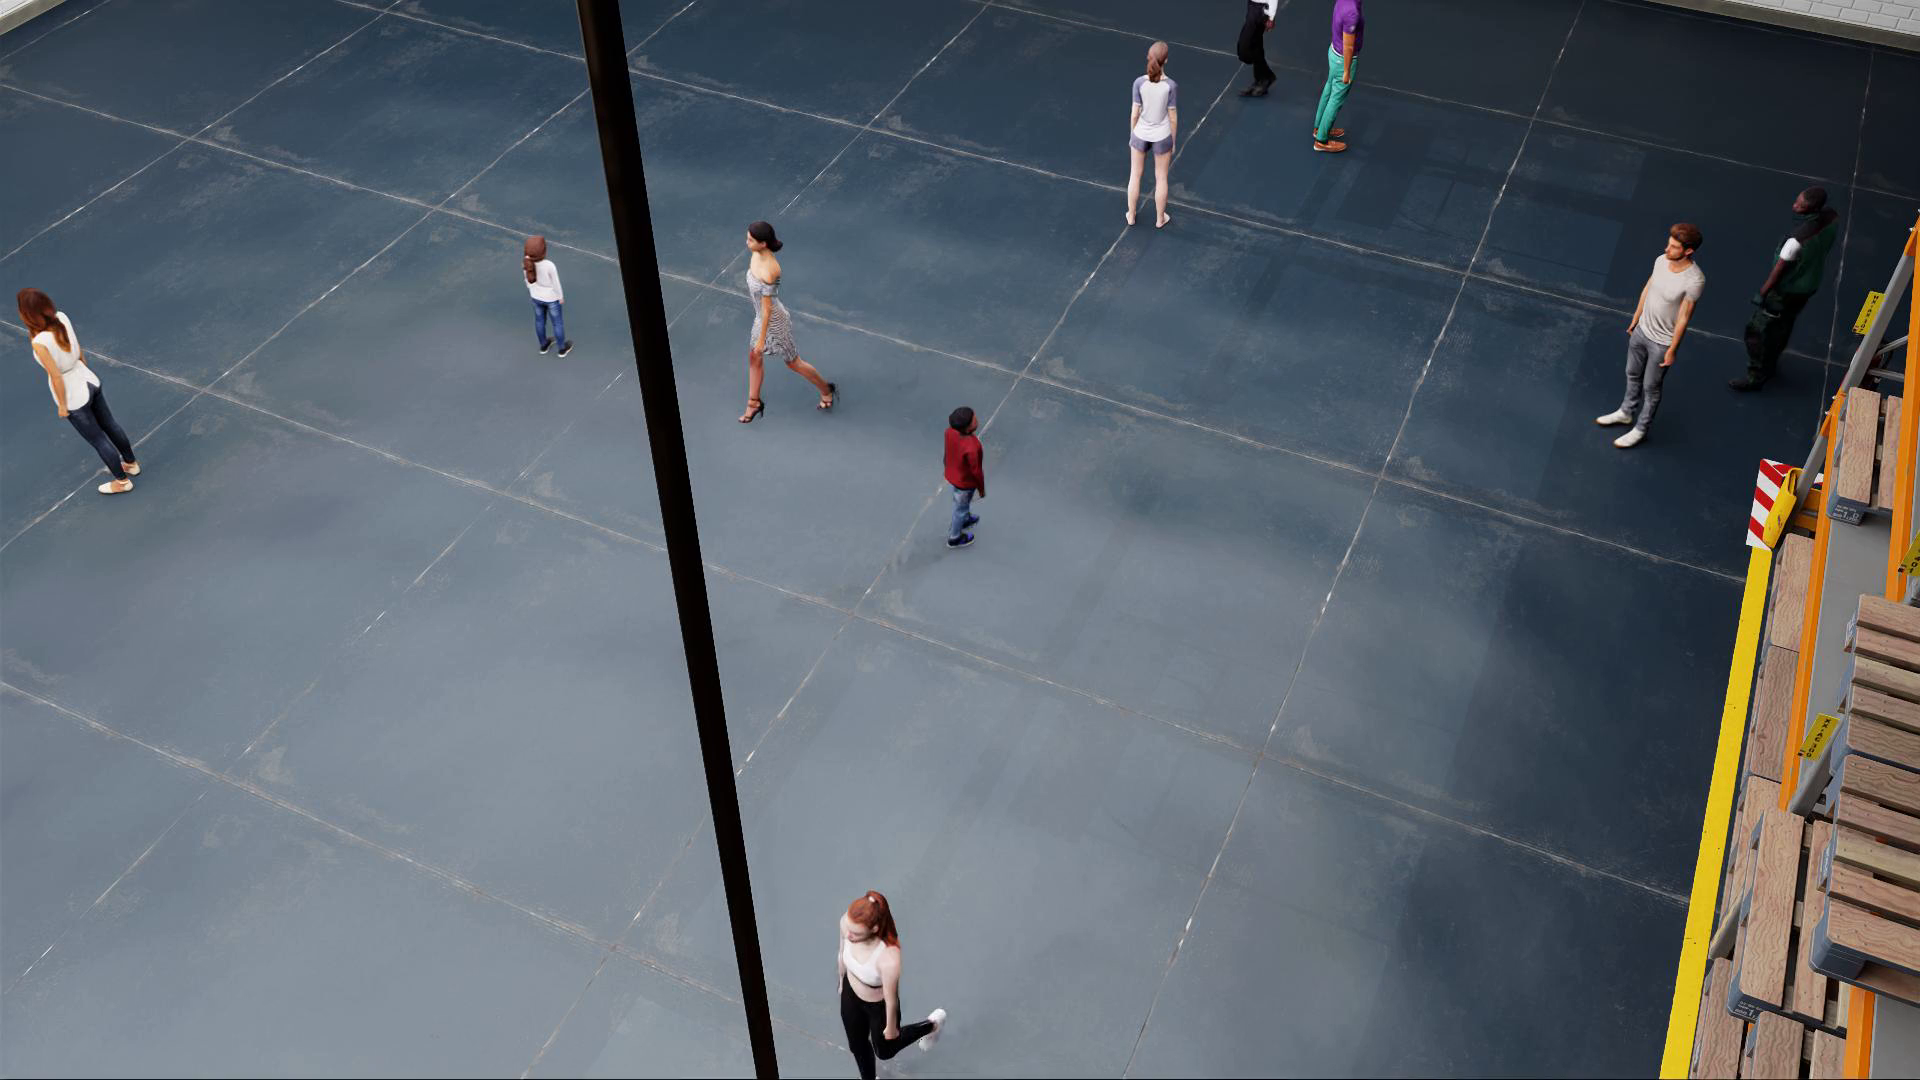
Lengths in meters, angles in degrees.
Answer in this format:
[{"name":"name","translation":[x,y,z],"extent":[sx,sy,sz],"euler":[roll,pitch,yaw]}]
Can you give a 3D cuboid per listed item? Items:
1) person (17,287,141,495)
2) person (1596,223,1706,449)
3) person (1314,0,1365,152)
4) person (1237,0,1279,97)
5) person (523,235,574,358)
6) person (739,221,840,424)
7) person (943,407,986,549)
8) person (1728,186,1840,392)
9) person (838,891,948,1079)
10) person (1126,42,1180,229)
[{"name":"person","translation":[-6.403,-1.085,12.099],"extent":[0.720,1.784,0.582],"euler":[2,44,2]},{"name":"person","translation":[5.265,-1.554,12.516],"extent":[0.808,1.887,0.747],"euler":[-14,45,-14]},{"name":"person","translation":[3.603,-4.550,15.749],"extent":[0.757,1.767,0.643],"euler":[-1,44,-1]},{"name":"person","translation":[3.063,-5.224,16.413],"extent":[0.889,1.827,0.820],"euler":[-6,44,-6]},{"name":"person","translation":[-3.386,-2.001,13.549],"extent":[0.478,1.110,0.507],"euler":[10,44,10]},{"name":"person","translation":[-1.324,-1.631,12.674],"extent":[1.106,1.782,1.018],"euler":[-16,46,-16]},{"name":"person","translation":[-0.035,-0.425,11.798],"extent":[0.684,1.245,0.629],"euler":[-24,49,-23]},{"name":"person","translation":[6.555,-2.003,13.039],"extent":[0.793,1.817,0.937],"euler":[-12,45,-12]},{"name":"person","translation":[-0.384,2.321,8.564],"extent":[1.029,1.729,0.830],"euler":[-30,51,-27]},{"name":"person","translation":[1.699,-3.577,14.728],"extent":[0.621,1.767,0.616],"euler":[10,44,10]}]
